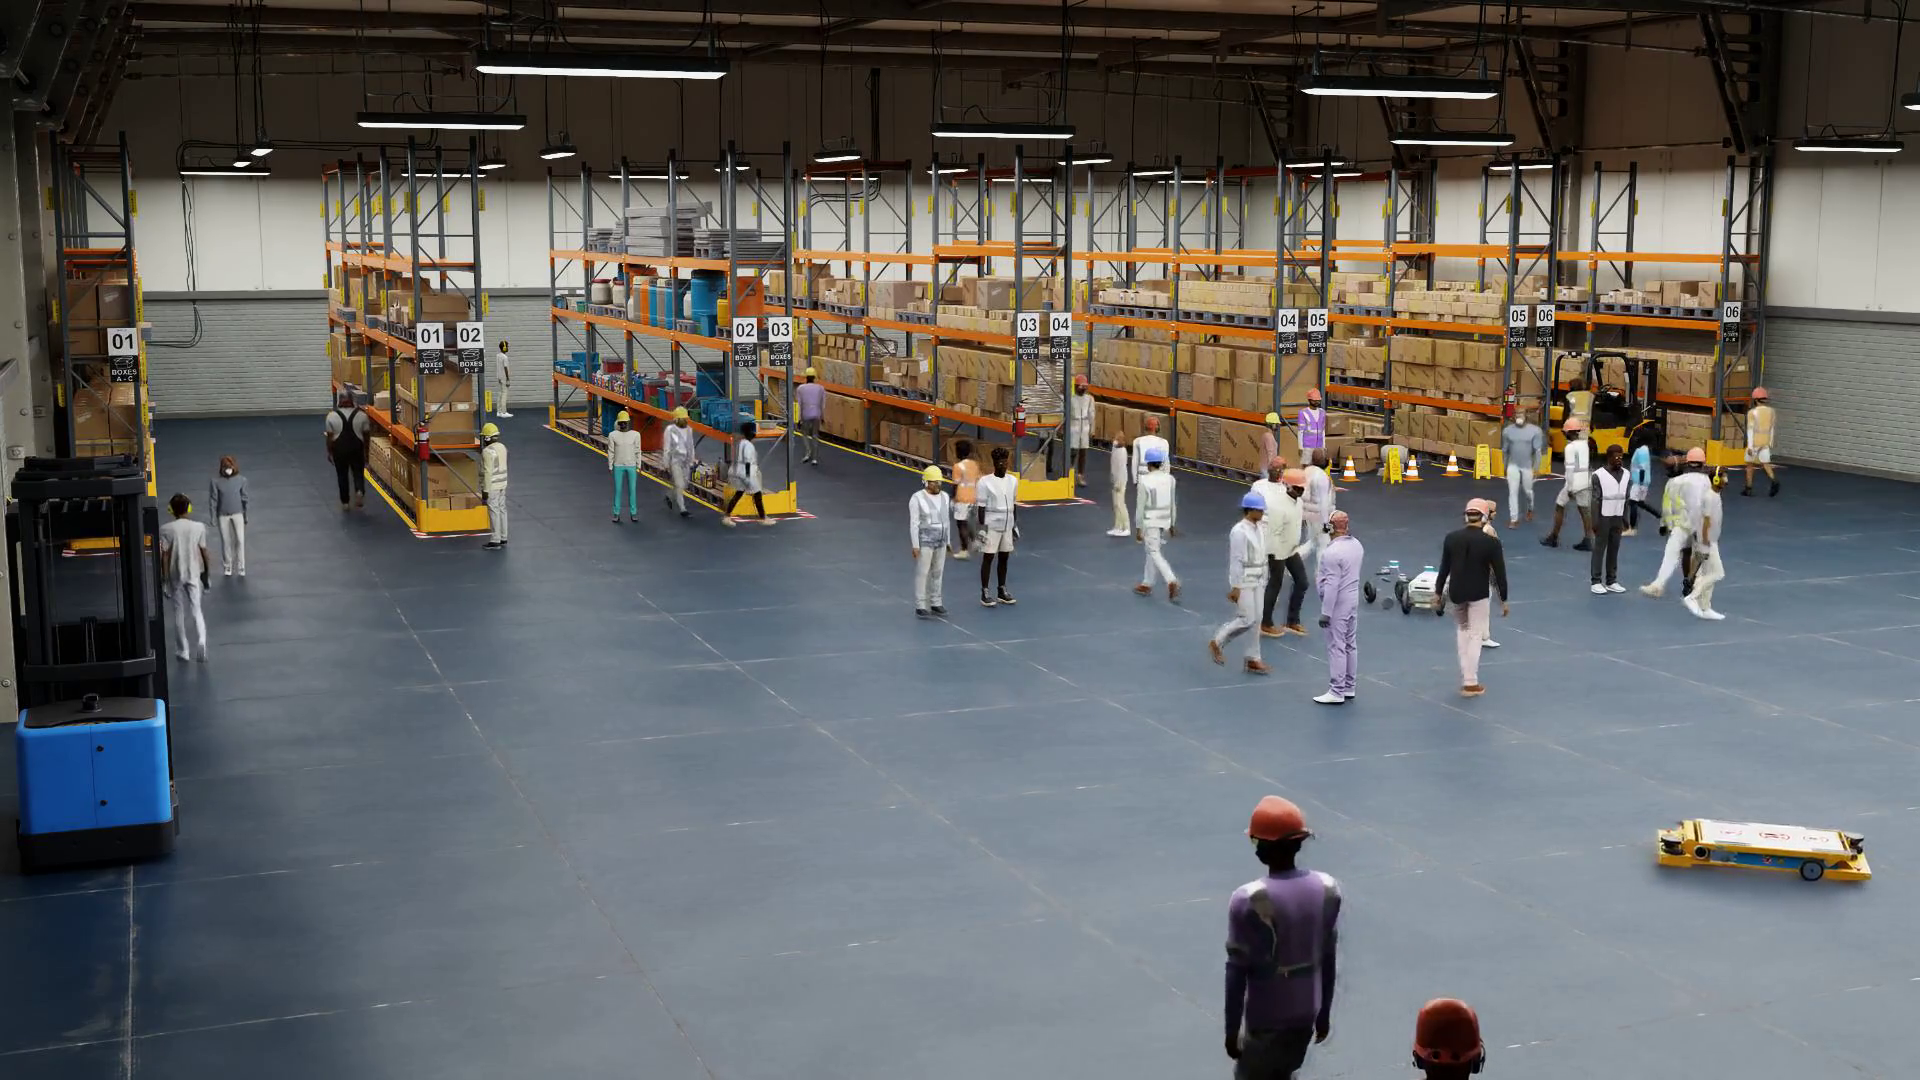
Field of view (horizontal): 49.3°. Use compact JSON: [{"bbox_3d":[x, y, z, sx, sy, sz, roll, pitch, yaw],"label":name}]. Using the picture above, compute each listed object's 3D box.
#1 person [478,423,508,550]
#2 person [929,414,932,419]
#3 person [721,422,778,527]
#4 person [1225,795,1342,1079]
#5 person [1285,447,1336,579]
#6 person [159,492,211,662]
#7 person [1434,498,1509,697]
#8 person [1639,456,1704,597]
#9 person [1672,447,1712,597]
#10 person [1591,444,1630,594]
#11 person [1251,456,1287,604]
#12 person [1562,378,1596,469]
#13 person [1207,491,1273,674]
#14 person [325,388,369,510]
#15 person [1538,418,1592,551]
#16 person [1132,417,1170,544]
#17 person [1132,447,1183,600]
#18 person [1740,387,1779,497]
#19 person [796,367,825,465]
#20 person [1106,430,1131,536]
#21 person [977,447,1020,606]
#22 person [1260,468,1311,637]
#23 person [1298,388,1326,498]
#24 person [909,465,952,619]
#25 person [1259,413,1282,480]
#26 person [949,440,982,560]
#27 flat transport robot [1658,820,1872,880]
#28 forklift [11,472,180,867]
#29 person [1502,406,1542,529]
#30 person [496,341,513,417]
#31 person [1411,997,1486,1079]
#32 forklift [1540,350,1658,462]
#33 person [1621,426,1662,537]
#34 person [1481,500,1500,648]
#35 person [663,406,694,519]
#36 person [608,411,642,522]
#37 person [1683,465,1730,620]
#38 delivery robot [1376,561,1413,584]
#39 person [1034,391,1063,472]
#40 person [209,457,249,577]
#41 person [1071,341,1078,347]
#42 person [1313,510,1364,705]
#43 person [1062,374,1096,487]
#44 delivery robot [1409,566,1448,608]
[{"bbox_3d":[-6.791,-0.787,30.441,0.404,1.834,0.591,2,9,14],"label":"person"},{"bbox_3d":[-0.684,-3.749,50.901,0.497,1.618,0.339,-1,9,-6],"label":"person"},{"bbox_3d":[-3.330,-1.021,32.590,0.862,1.656,0.534,-3,9,-19],"label":"person"},{"bbox_3d":[1.543,2.215,9.839,0.607,2.022,0.732,-4,10,-27],"label":"person"},{"bbox_3d":[4.604,-0.300,27.223,0.640,1.823,0.632,-2,9,-14],"label":"person"},{"bbox_3d":[-8.302,0.407,22.467,0.517,1.846,0.769,-5,10,-31],"label":"person"},{"bbox_3d":[5.152,0.562,21.057,0.751,1.942,0.701,7,11,38],"label":"person"},{"bbox_3d":[9.065,-0.175,26.553,0.946,1.779,0.665,0,9,3],"label":"person"},{"bbox_3d":[9.220,-0.215,26.373,0.552,1.918,0.809,5,10,32],"label":"person"},{"bbox_3d":[8.306,-0.281,26.815,0.587,1.912,0.374,-5,10,-28],"label":"person"},{"bbox_3d":[3.843,-0.107,25.796,0.654,1.864,0.458,1,9,9],"label":"person"},{"bbox_3d":[11.758,-2.175,39.777,0.644,1.807,0.542,-1,9,-3],"label":"person"},{"bbox_3d":[2.979,0.435,21.969,0.611,1.931,0.624,6,10,34],"label":"person"},{"bbox_3d":[-10.113,-1.489,34.579,0.691,2.000,0.568,-3,9,-19],"label":"person"},{"bbox_3d":[8.841,-0.814,30.412,0.571,1.901,0.887,-7,11,-39],"label":"person"},{"bbox_3d":[2.819,-0.879,30.887,0.584,1.882,0.337,4,9,26],"label":"person"},{"bbox_3d":[2.501,-0.207,26.332,0.618,1.923,0.894,-7,11,-40],"label":"person"},{"bbox_3d":[13.818,-1.678,36.113,0.553,1.918,0.804,-2,9,-13],"label":"person"},{"bbox_3d":[-2.950,-2.450,41.299,0.597,1.905,0.662,-2,9,-12],"label":"person"},{"bbox_3d":[2.415,-0.865,31.684,0.329,1.622,0.576,-1,9,-9],"label":"person"},{"bbox_3d":[0.480,-0.176,25.927,0.609,1.964,0.367,-6,10,-35],"label":"person"},{"bbox_3d":[3.722,0.148,23.790,0.707,1.954,0.634,6,11,37],"label":"person"},{"bbox_3d":[6.003,-1.614,35.607,0.553,1.935,0.365,-4,9,-25],"label":"person"},{"bbox_3d":[-0.334,0.014,25.105,0.600,1.829,0.404,-7,11,-41],"label":"person"},{"bbox_3d":[4.874,-1.122,32.906,0.328,1.765,0.532,0,9,1],"label":"person"},{"bbox_3d":[0.042,-0.568,29.484,0.361,1.687,0.540,5,10,28],"label":"person"},{"bbox_3d":[5.903,2.266,15.415,1.431,0.197,0.652,3,9,17],"label":"flat transport robot"},{"bbox_3d":[-6.630,0.886,15.957,1.129,2.768,1.873,-3,9,-21],"label":"forklift"},{"bbox_3d":[8.780,-1.155,32.704,0.630,1.907,0.880,4,9,25],"label":"person"},{"bbox_3d":[-11.226,-3.958,51.509,0.327,1.865,0.516,-6,11,-36],"label":"person"},{"bbox_3d":[1.696,2.587,7.442,0.608,1.985,0.395,2,9,12],"label":"person"},{"bbox_3d":[12.897,-2.725,42.309,2.313,2.155,1.214,-3,9,-21],"label":"forklift"},{"bbox_3d":[10.314,-0.876,31.524,0.666,1.677,0.536,3,9,21],"label":"person"},{"bbox_3d":[5.842,0.367,23.391,0.308,1.640,0.511,-2,9,-11],"label":"person"},{"bbox_3d":[-4.570,-1.273,33.785,0.703,1.807,0.605,8,11,41],"label":"person"},{"bbox_3d":[-5.316,-1.170,33.221,0.533,1.767,0.324,-2,9,-10],"label":"person"},{"bbox_3d":[8.958,0.032,24.915,0.409,1.852,0.557,5,10,30],"label":"person"},{"bbox_3d":[5.370,0.374,25.911,0.335,0.223,0.698,-2,9,-12],"label":"delivery robot"},{"bbox_3d":[1.682,-2.252,39.901,0.577,1.924,0.399,-2,9,-10],"label":"person"},{"bbox_3d":[-9.747,-0.299,27.955,0.515,1.606,0.754,-3,9,-20],"label":"person"},{"bbox_3d":[2.731,-3.833,50.485,0.622,1.907,0.428,-5,10,-31],"label":"person"},{"bbox_3d":[3.704,0.655,20.602,0.400,1.905,0.643,6,11,36],"label":"person"},{"bbox_3d":[2.145,-1.971,37.683,0.642,2.029,0.439,-3,9,-19],"label":"person"},{"bbox_3d":[5.711,0.563,25.518,0.477,0.478,0.707,4,9,25],"label":"delivery robot"}]
